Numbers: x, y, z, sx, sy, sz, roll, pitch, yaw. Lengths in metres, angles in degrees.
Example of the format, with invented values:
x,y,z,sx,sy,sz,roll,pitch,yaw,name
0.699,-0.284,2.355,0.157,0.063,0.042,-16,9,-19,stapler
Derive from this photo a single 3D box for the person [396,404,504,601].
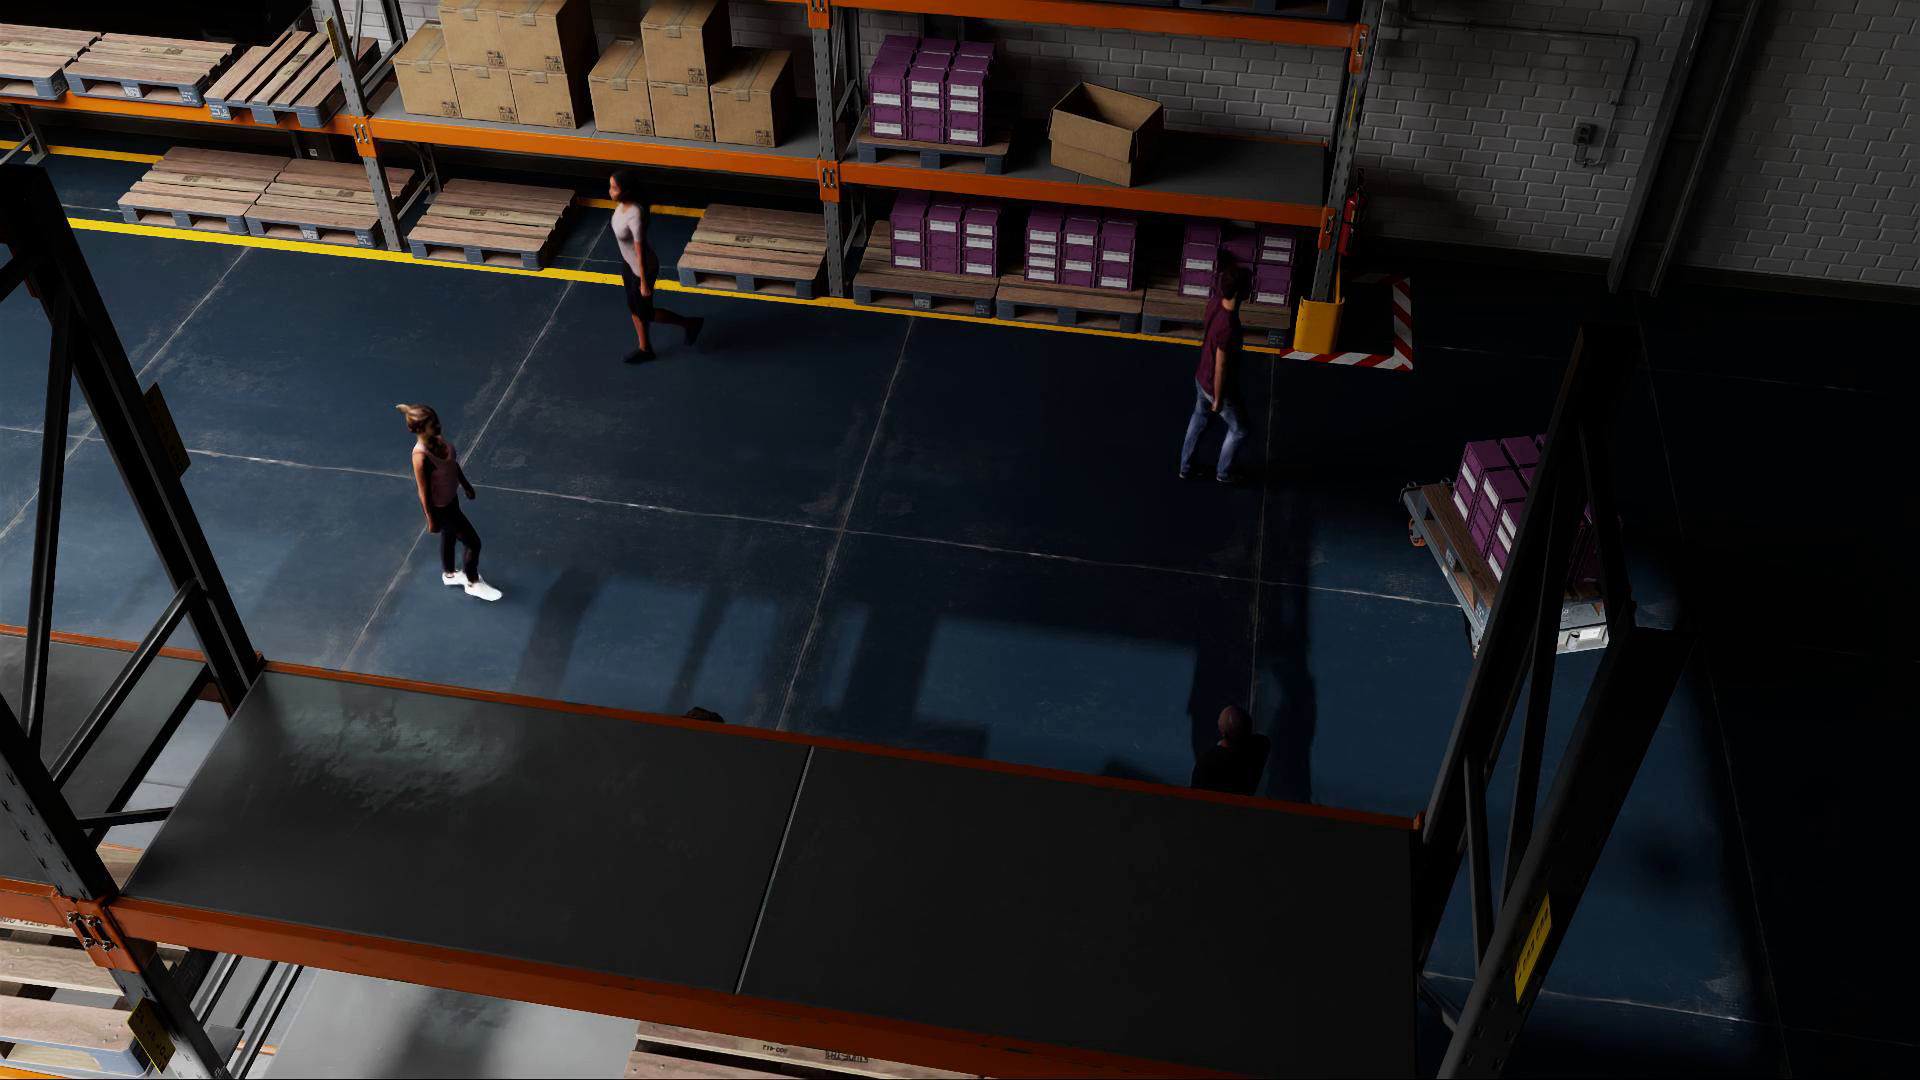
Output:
x,y,z,sx,sy,sz,roll,pitch,yaw,name
-3.530,-0.269,11.104,0.719,1.628,0.633,-2,44,-2,person

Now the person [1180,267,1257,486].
x,y,z,sx,sy,sz,roll,pitch,yaw,name
1.763,-1.130,11.862,0.882,1.831,0.829,-6,44,-6,person

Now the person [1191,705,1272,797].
x,y,z,sx,sy,sz,roll,pitch,yaw,name
1.432,1.518,9.132,0.710,1.762,0.779,-24,49,-23,person

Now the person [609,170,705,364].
x,y,z,sx,sy,sz,roll,pitch,yaw,name
-2.414,-2.125,12.978,1.024,1.731,0.886,-15,46,-15,person
